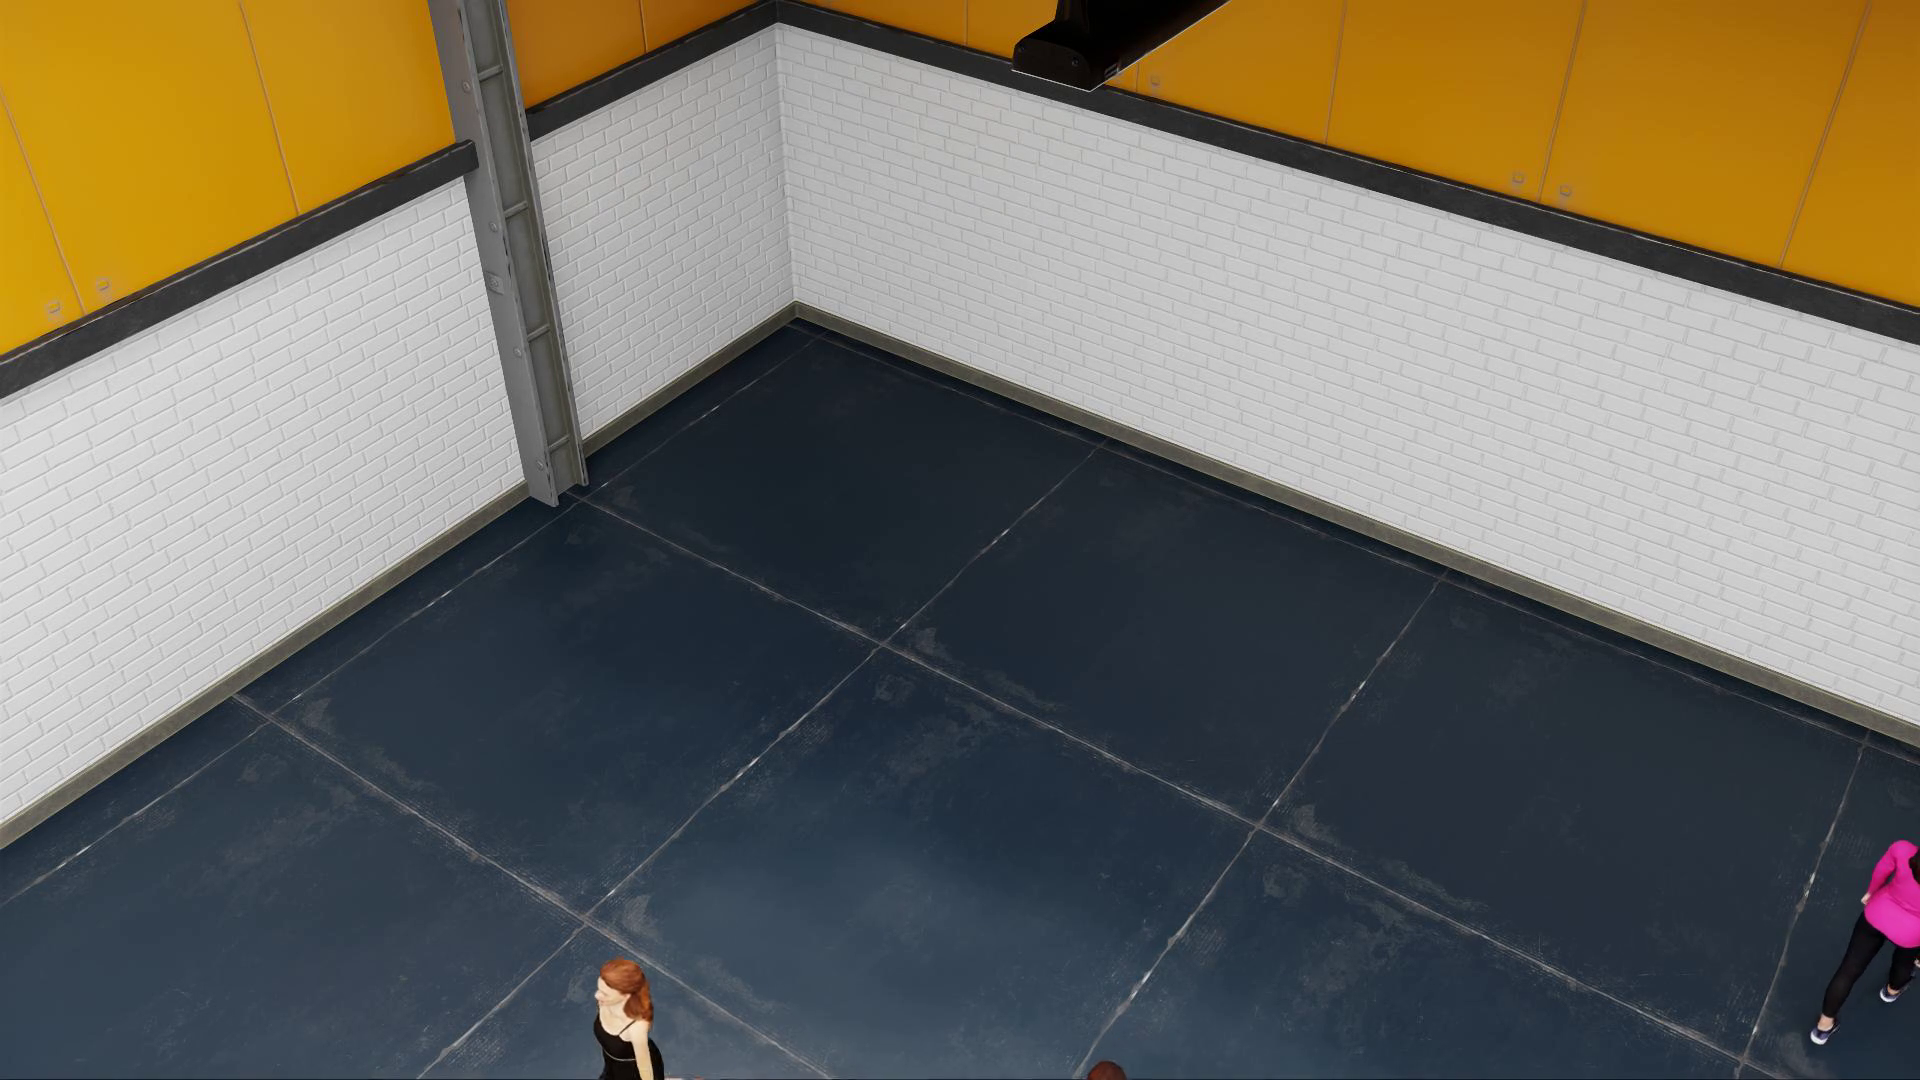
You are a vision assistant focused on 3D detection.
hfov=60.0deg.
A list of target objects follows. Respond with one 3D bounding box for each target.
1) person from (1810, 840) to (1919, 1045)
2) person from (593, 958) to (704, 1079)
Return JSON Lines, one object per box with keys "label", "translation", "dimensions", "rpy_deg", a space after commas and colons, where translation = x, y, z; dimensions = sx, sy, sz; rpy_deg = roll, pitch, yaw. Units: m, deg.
{"label": "person", "translation": [4.952, 2.113, 8.895], "dimensions": [1.082, 1.669, 0.768], "rpy_deg": [-28, 46, -30]}
{"label": "person", "translation": [-1.551, 2.605, 8.328], "dimensions": [0.905, 1.609, 0.705], "rpy_deg": [-26, 45, -29]}
